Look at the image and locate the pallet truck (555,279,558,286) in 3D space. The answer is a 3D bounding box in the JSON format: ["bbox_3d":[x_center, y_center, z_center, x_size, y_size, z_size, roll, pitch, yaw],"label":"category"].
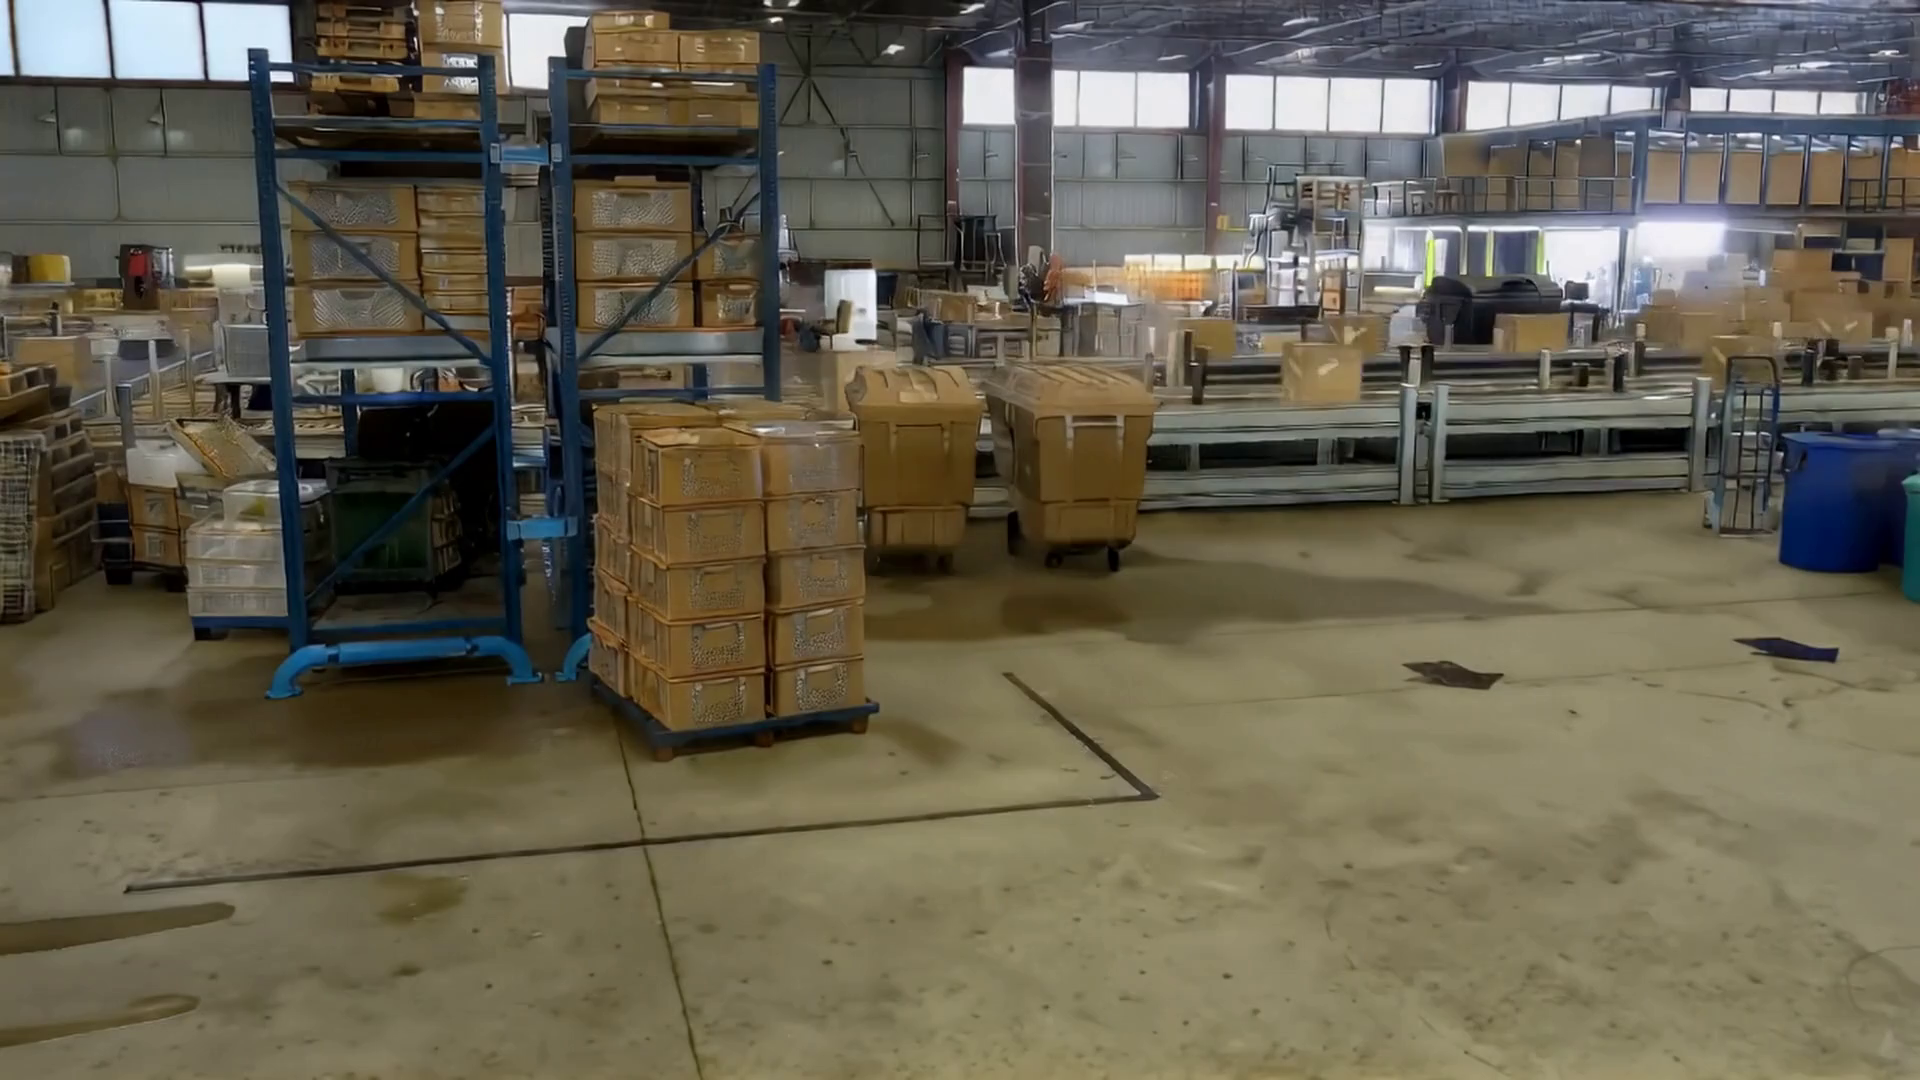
[{"bbox_3d":[-10.604,-6.375,44.520,0.653,1.274,1.630,-3,10,-15],"label":"pallet truck"}]

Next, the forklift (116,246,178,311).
[{"bbox_3d":[-19.966,-6.232,40.894,1.157,1.987,2.680,-3,10,-15],"label":"forklift"}]

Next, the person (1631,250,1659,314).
[{"bbox_3d":[17.010,-6.174,41.331,0.607,2.038,0.395,2,10,9],"label":"person"}]

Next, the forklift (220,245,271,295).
[{"bbox_3d":[-17.749,-6.334,41.440,1.157,1.987,2.680,-3,10,-17],"label":"forklift"}]

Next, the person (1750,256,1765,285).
[{"bbox_3d":[19.766,-6.118,41.449,0.373,1.884,0.583,-2,10,-13],"label":"person"}]
